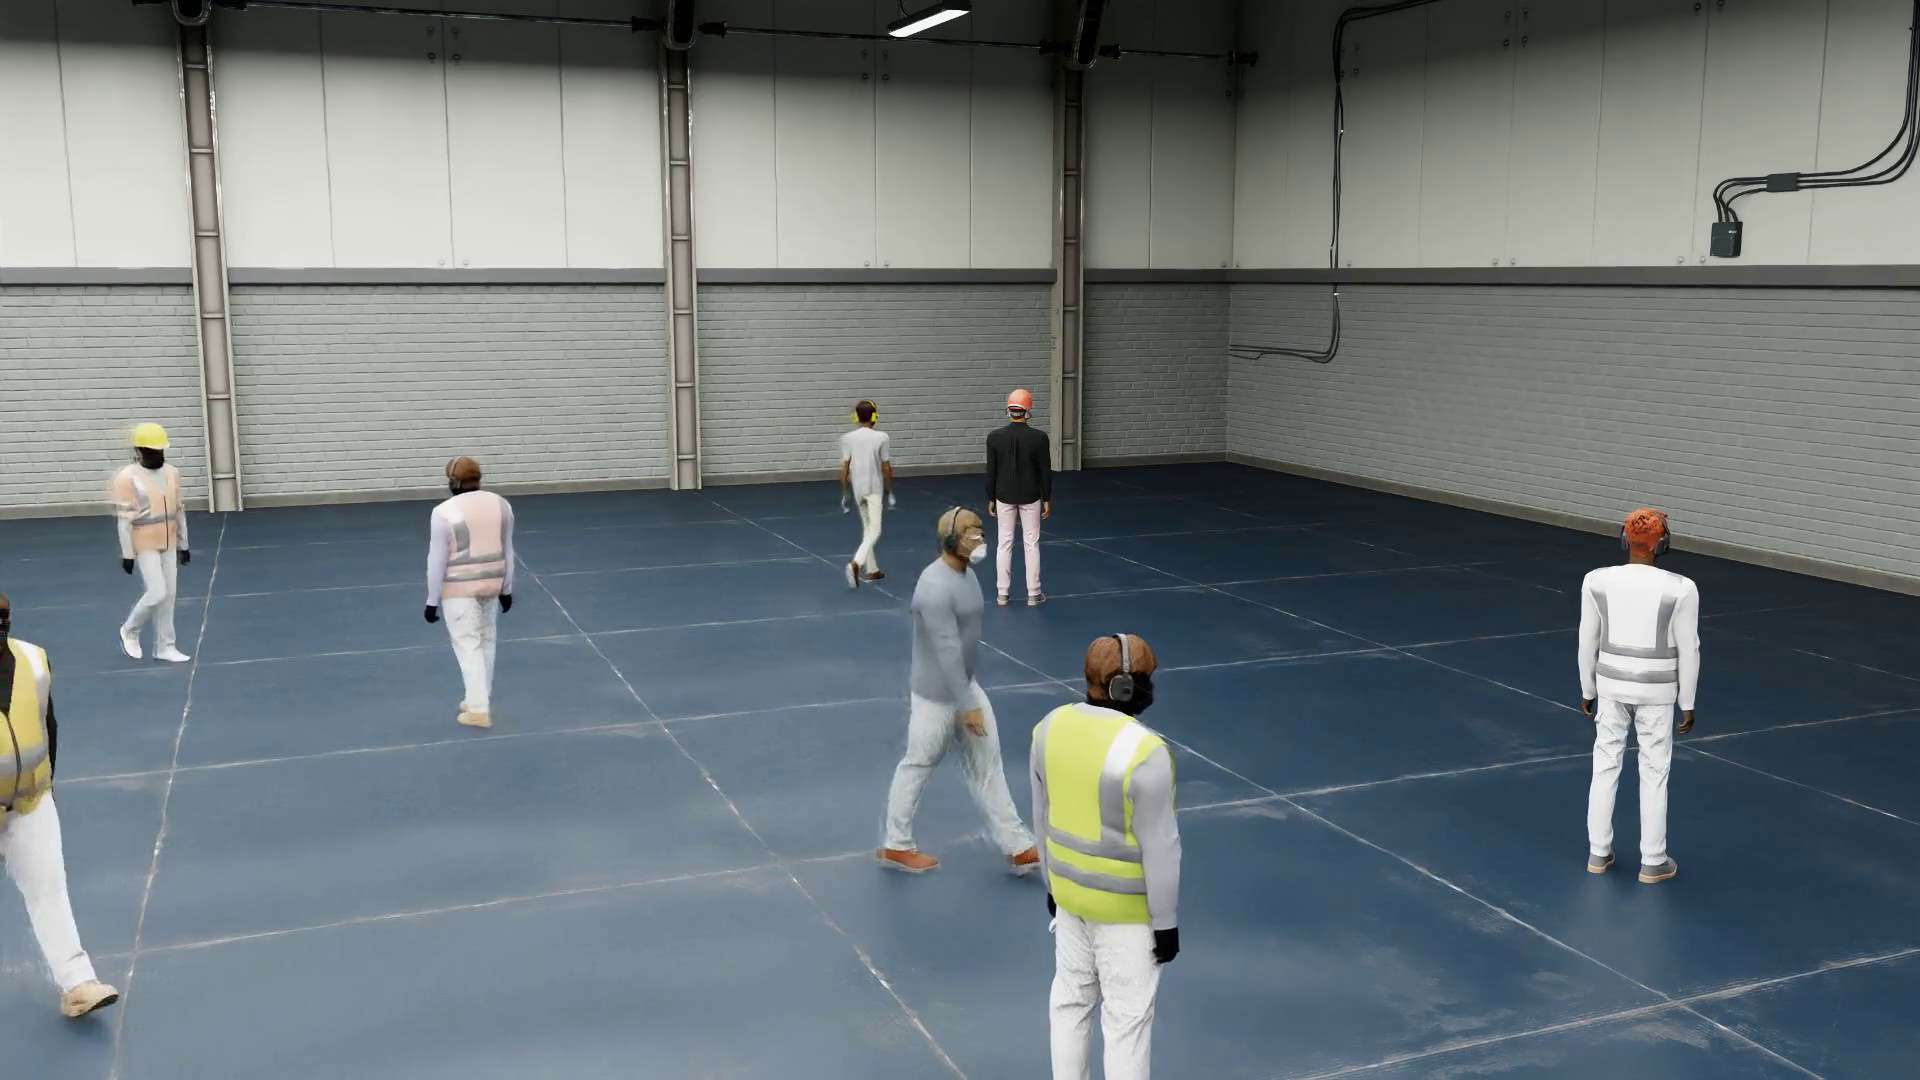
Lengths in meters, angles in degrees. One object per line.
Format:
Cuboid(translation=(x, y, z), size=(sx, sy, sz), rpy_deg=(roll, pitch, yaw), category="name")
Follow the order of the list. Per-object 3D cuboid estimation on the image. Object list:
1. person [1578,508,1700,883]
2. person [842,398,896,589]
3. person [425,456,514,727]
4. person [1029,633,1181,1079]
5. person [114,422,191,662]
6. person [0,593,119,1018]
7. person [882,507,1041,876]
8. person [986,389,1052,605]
Cuboid(translation=(3.395, 0.776, 8.344), size=(0.576, 1.882, 0.355), rpy_deg=(7, 11, 36), category="person")
Cuboid(translation=(-0.919, -0.457, 16.233), size=(0.523, 1.843, 0.824), rpy_deg=(4, 10, 25), category="person")
Cuboid(translation=(-3.337, 0.339, 11.275), size=(0.473, 1.841, 0.640), rpy_deg=(6, 11, 35), category="person")
Cuboid(translation=(0.519, 1.224, 5.668), size=(0.430, 1.840, 0.621), rpy_deg=(-7, 11, -37), category="person")
Cuboid(translation=(-6.279, 0.030, 12.954), size=(0.475, 1.909, 0.589), rpy_deg=(3, 9, 18), category="person")
Cuboid(translation=(-3.873, 1.079, 6.717), size=(0.955, 1.791, 0.651), rpy_deg=(6, 11, 32), category="person")
Cuboid(translation=(0.046, 0.780, 8.291), size=(1.019, 1.883, 0.632), rpy_deg=(4, 10, 23), category="person")
Cuboid(translation=(0.543, -0.387, 15.292), size=(0.612, 1.995, 0.382), rpy_deg=(2, 9, 11), category="person")
